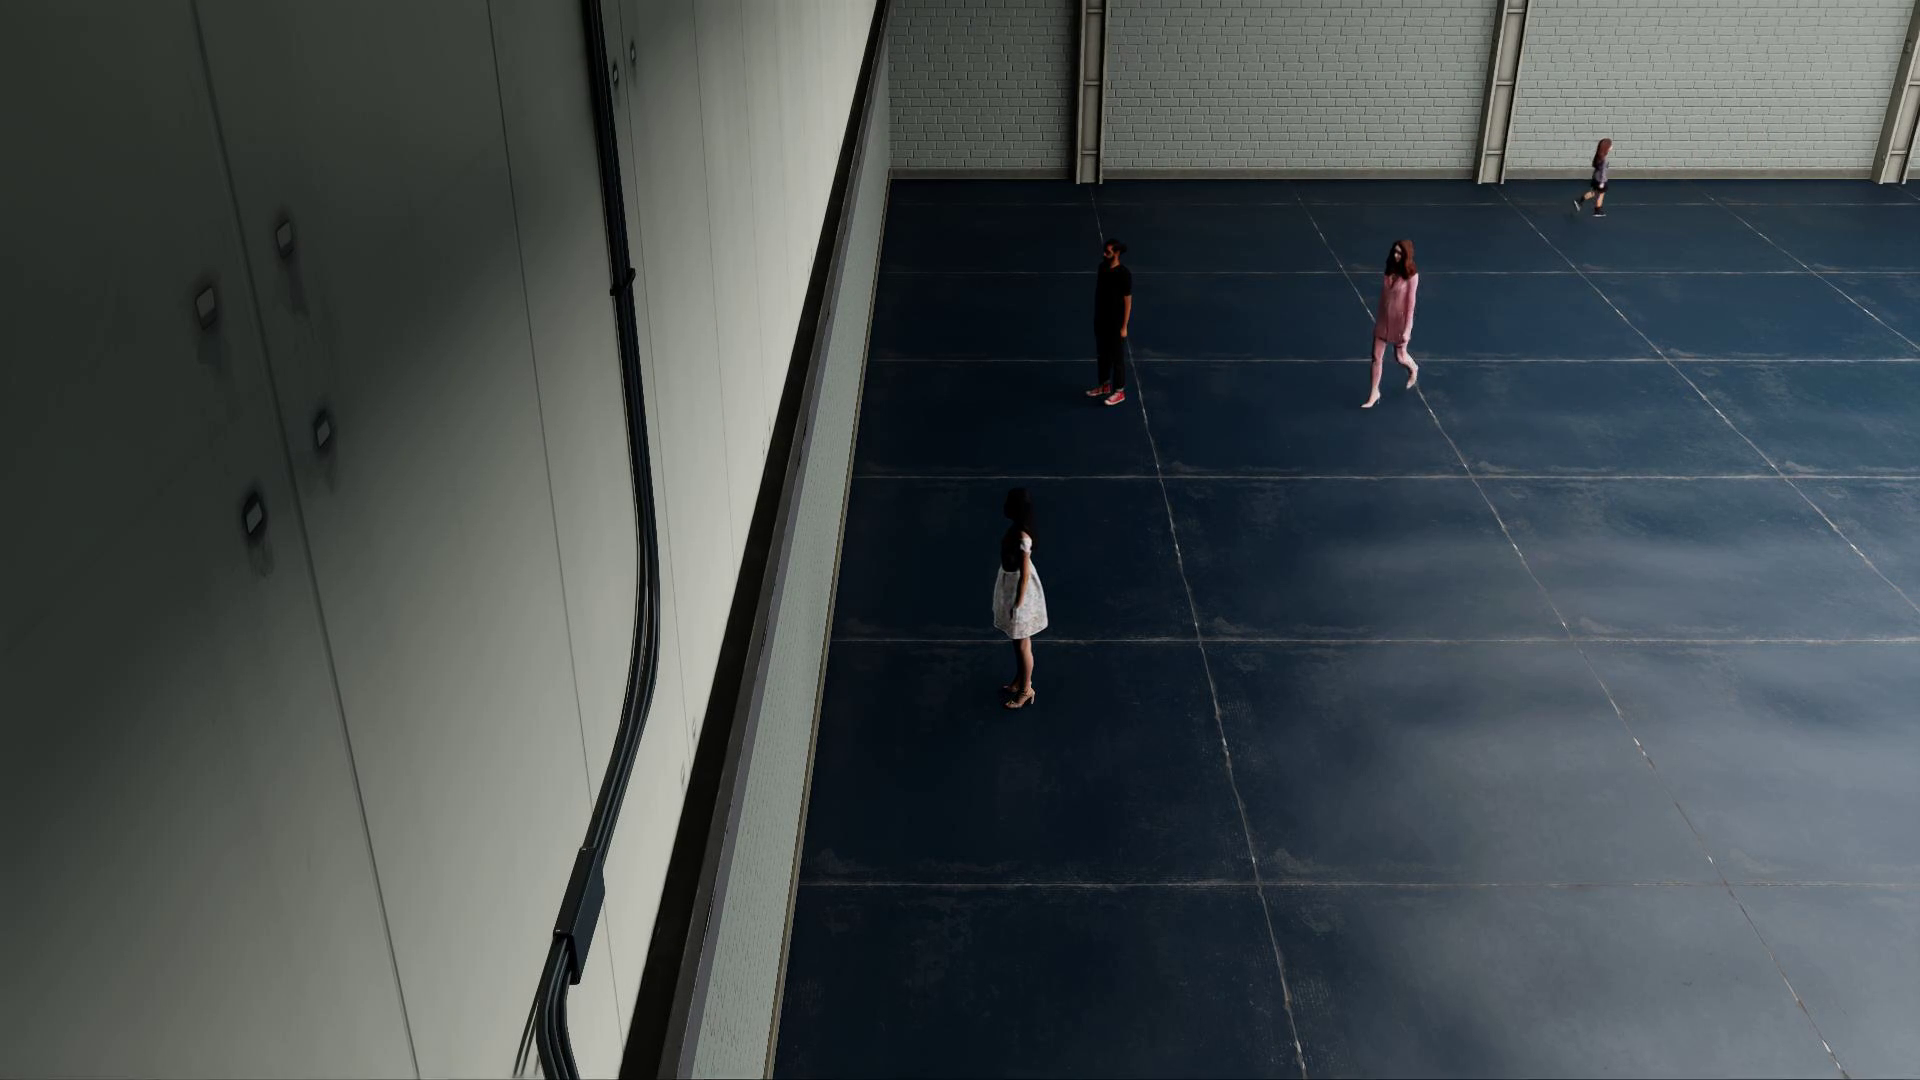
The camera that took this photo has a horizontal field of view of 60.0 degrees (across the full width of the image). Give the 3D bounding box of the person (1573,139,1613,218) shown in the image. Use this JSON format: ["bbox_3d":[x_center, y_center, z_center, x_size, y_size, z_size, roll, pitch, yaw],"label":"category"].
[{"bbox_3d":[8.853,-5.046,23.152,0.698,1.097,0.496,2,28,4],"label":"person"}]

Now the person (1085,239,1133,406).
[{"bbox_3d":[1.574,-2.276,17.250,0.734,1.757,0.707,-19,34,-32],"label":"person"}]

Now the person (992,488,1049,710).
[{"bbox_3d":[0.424,0.423,12.165,0.608,1.774,0.630,0,28,0],"label":"person"}]

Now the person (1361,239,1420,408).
[{"bbox_3d":[4.548,-2.236,17.157,1.165,1.774,1.046,-21,35,-34],"label":"person"}]
